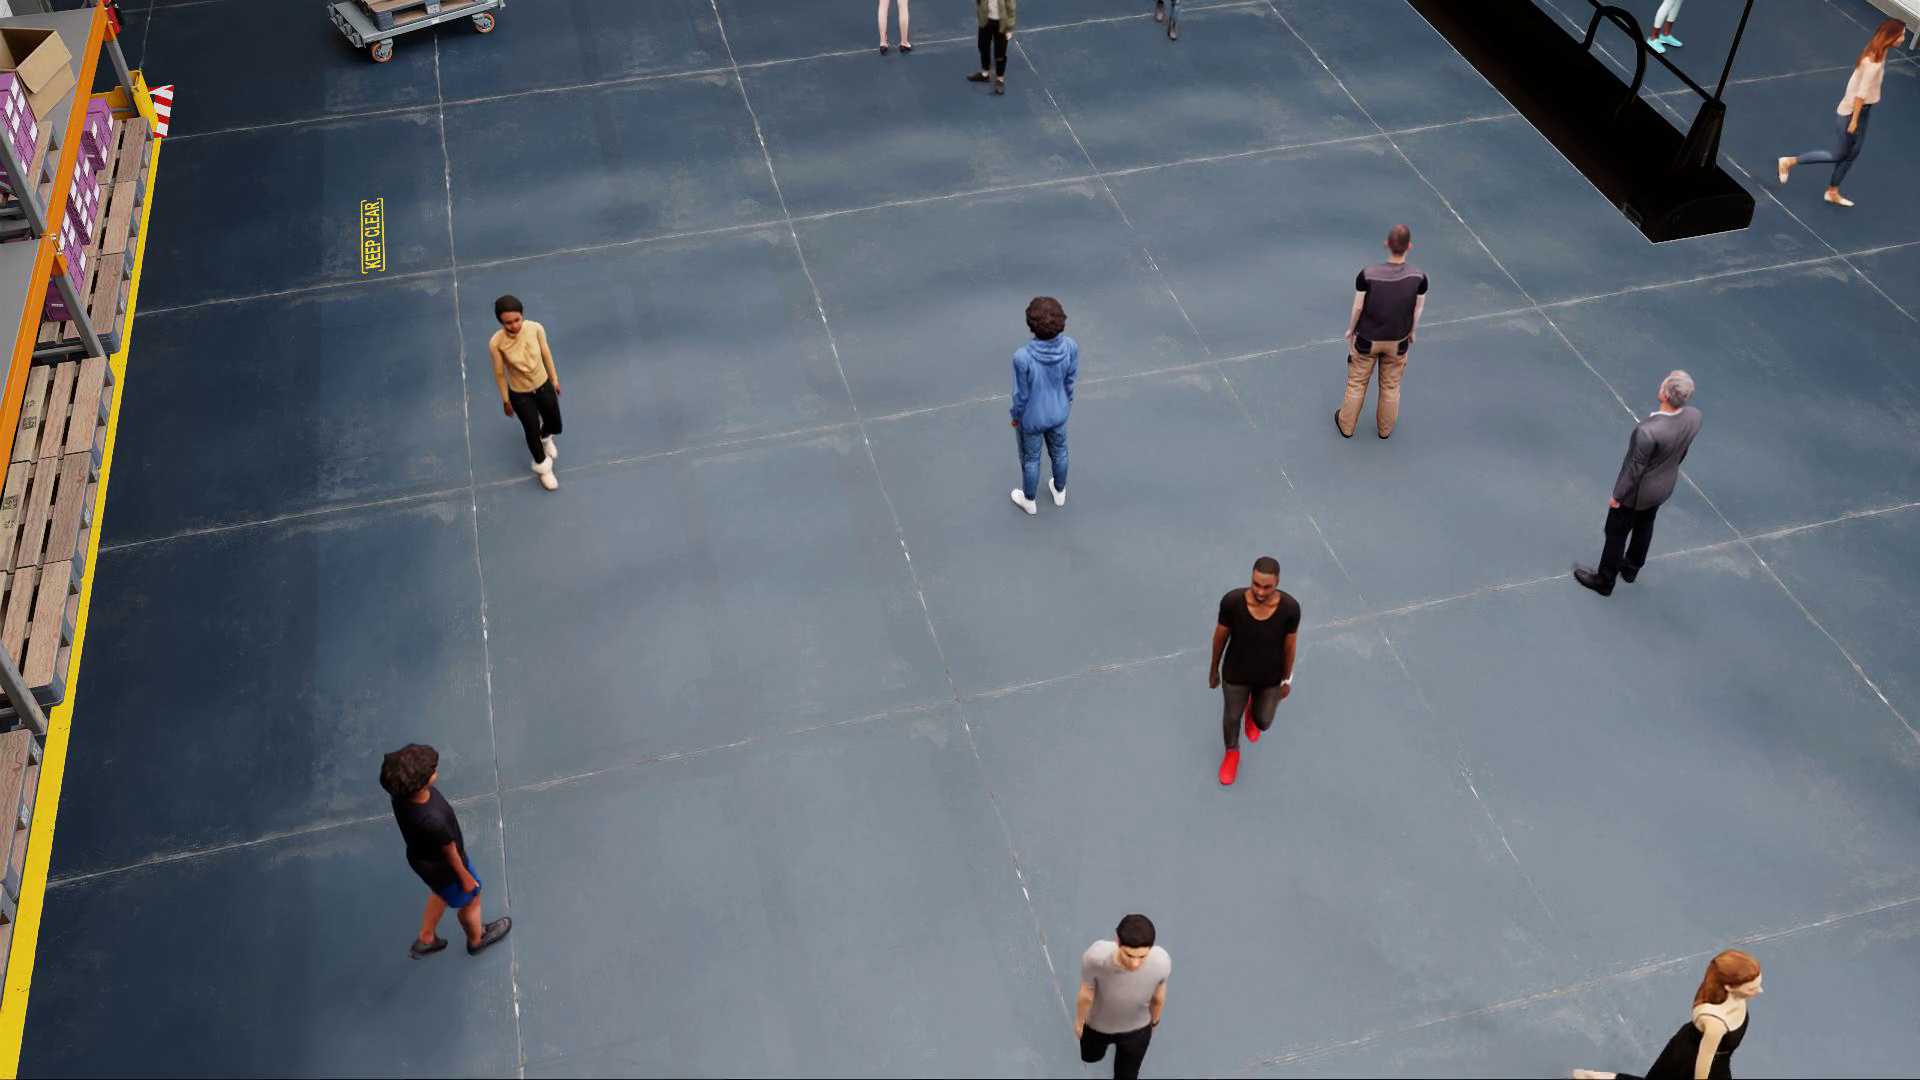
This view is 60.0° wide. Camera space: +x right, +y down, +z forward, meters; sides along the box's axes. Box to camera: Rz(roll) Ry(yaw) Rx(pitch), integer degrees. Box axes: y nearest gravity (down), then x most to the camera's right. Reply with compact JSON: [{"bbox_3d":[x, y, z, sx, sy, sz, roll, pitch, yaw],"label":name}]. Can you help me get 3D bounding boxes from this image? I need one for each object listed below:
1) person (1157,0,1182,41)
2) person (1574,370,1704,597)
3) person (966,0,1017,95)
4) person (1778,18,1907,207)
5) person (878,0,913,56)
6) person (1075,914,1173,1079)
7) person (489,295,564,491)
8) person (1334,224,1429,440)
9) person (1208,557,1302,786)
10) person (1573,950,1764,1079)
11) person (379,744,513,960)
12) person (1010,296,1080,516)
[{"bbox_3d":[2.219,-5.976,17.497,0.605,1.303,0.866,-4,44,-4],"label":"person"},{"bbox_3d":[4.618,-0.385,11.239,0.785,1.839,0.691,-22,48,-22],"label":"person"},{"bbox_3d":[0.334,-5.141,16.510,0.770,1.454,0.820,31,51,28],"label":"person"},{"bbox_3d":[7.922,-3.843,14.919,1.055,1.770,0.949,26,50,25],"label":"person"},{"bbox_3d":[-0.684,-5.844,16.970,0.701,1.839,0.732,8,44,9],"label":"person"},{"bbox_3d":[0.804,2.355,8.467,0.846,1.695,1.045,6,44,6],"label":"person"},{"bbox_3d":[-3.167,-1.131,12.160,0.709,1.649,0.804,-22,48,-22],"label":"person"},{"bbox_3d":[3.158,-1.541,12.449,0.761,1.843,0.726,4,44,5],"label":"person"},{"bbox_3d":[1.789,0.720,10.111,0.843,1.796,0.929,9,44,9],"label":"person"},{"bbox_3d":[3.594,2.549,8.338,1.125,1.592,0.923,34,53,30],"label":"person"},{"bbox_3d":[-2.893,1.762,9.024,0.877,1.786,0.889,35,53,31],"label":"person"},{"bbox_3d":[0.589,-0.948,11.853,0.703,1.808,0.593,-16,46,-16],"label":"person"}]
